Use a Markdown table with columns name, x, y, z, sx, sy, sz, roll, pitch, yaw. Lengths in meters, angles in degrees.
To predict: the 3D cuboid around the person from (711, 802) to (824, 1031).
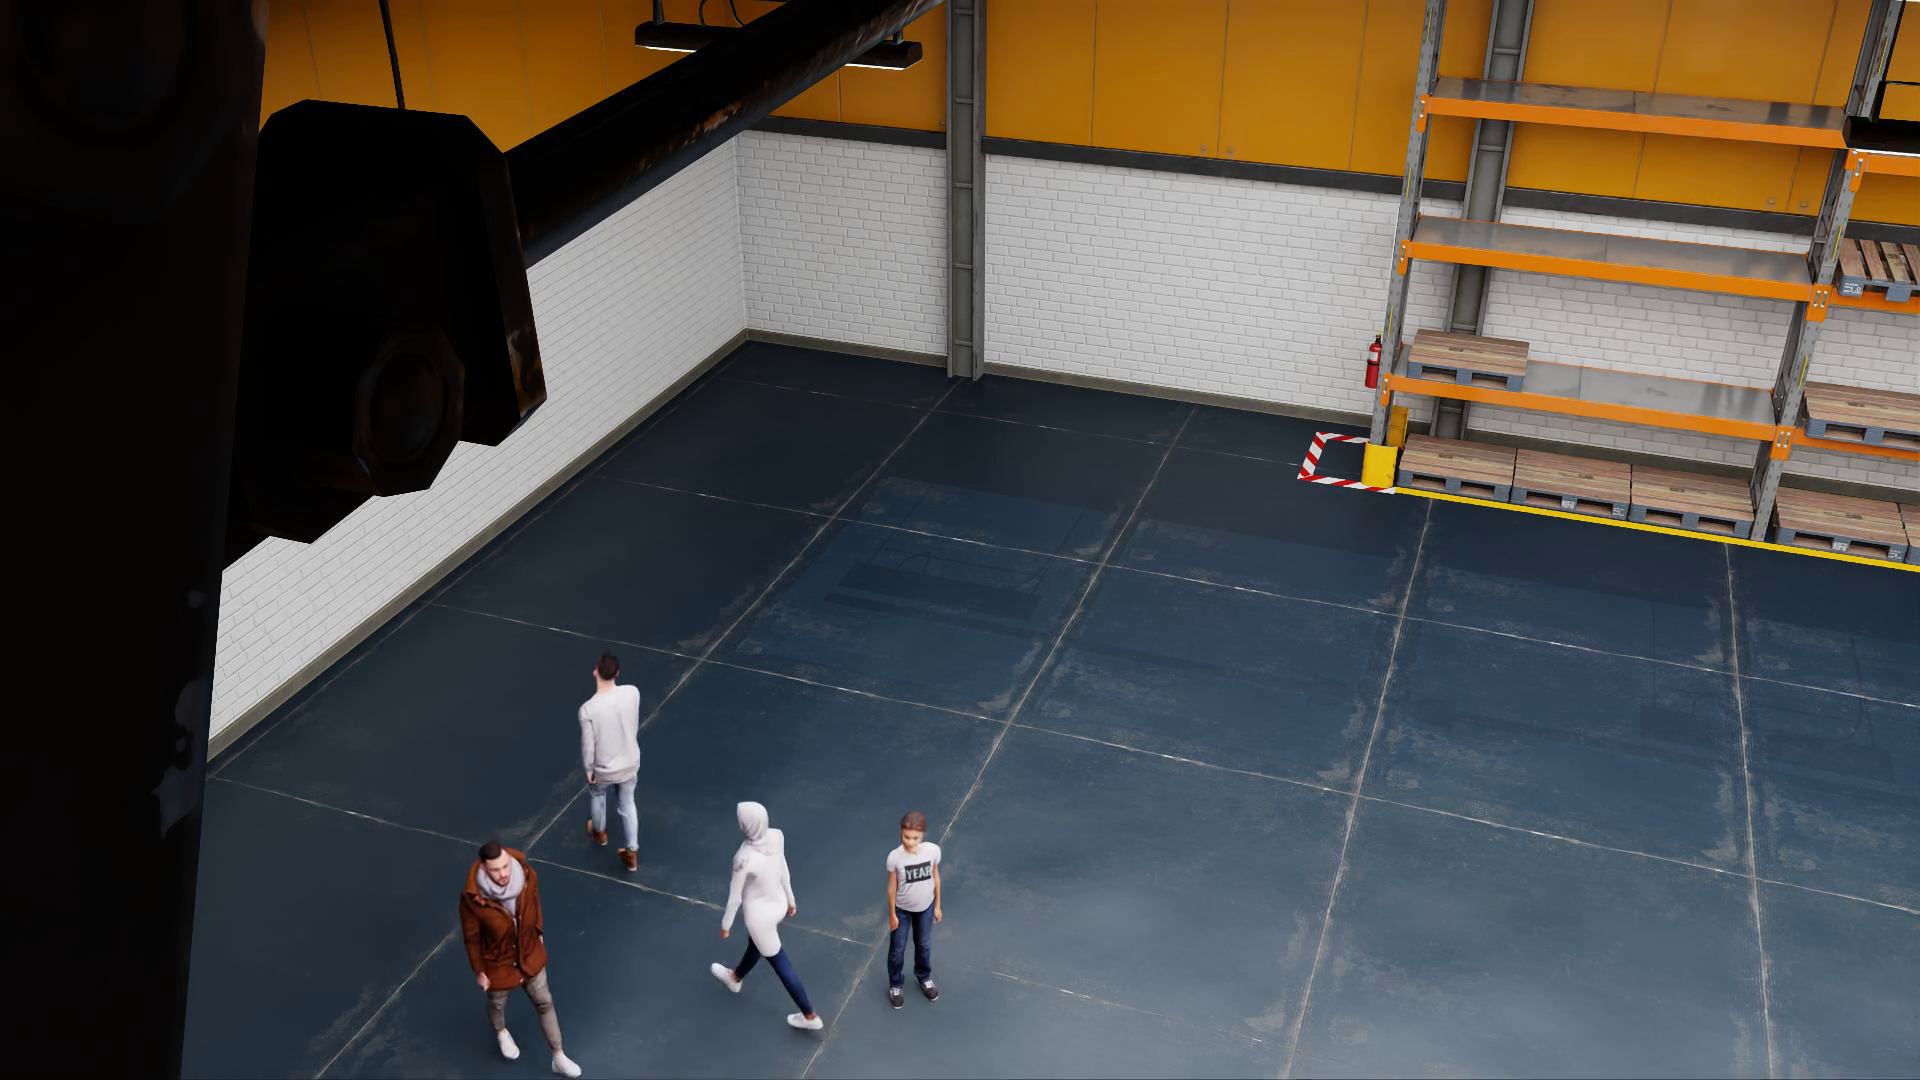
| name | x | y | z | sx | sy | sz | roll | pitch | yaw |
| --- | --- | --- | --- | --- | --- | --- | --- | --- | --- |
| person | -1.219 | 2.531 | 10.992 | 1.243 | 1.721 | 0.804 | 15 | 32 | 26 |

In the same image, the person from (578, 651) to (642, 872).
| name | x | y | z | sx | sy | sz | roll | pitch | yaw |
| --- | --- | --- | --- | --- | --- | --- | --- | --- | --- |
| person | -2.539 | 1.692 | 12.439 | 0.964 | 1.806 | 1.058 | -19 | 34 | -31 |

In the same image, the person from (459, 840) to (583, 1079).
| name | x | y | z | sx | sy | sz | roll | pitch | yaw |
| --- | --- | --- | --- | --- | --- | --- | --- | --- | --- |
| person | -2.947 | 2.635 | 10.716 | 1.004 | 1.802 | 1.143 | -23 | 36 | -35 |

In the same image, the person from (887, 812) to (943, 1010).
| name | x | y | z | sx | sy | sz | roll | pitch | yaw |
| --- | --- | --- | --- | --- | --- | --- | --- | --- | --- |
| person | -0.323 | 2.472 | 11.275 | 0.616 | 1.553 | 0.693 | -8 | 30 | -15 |
